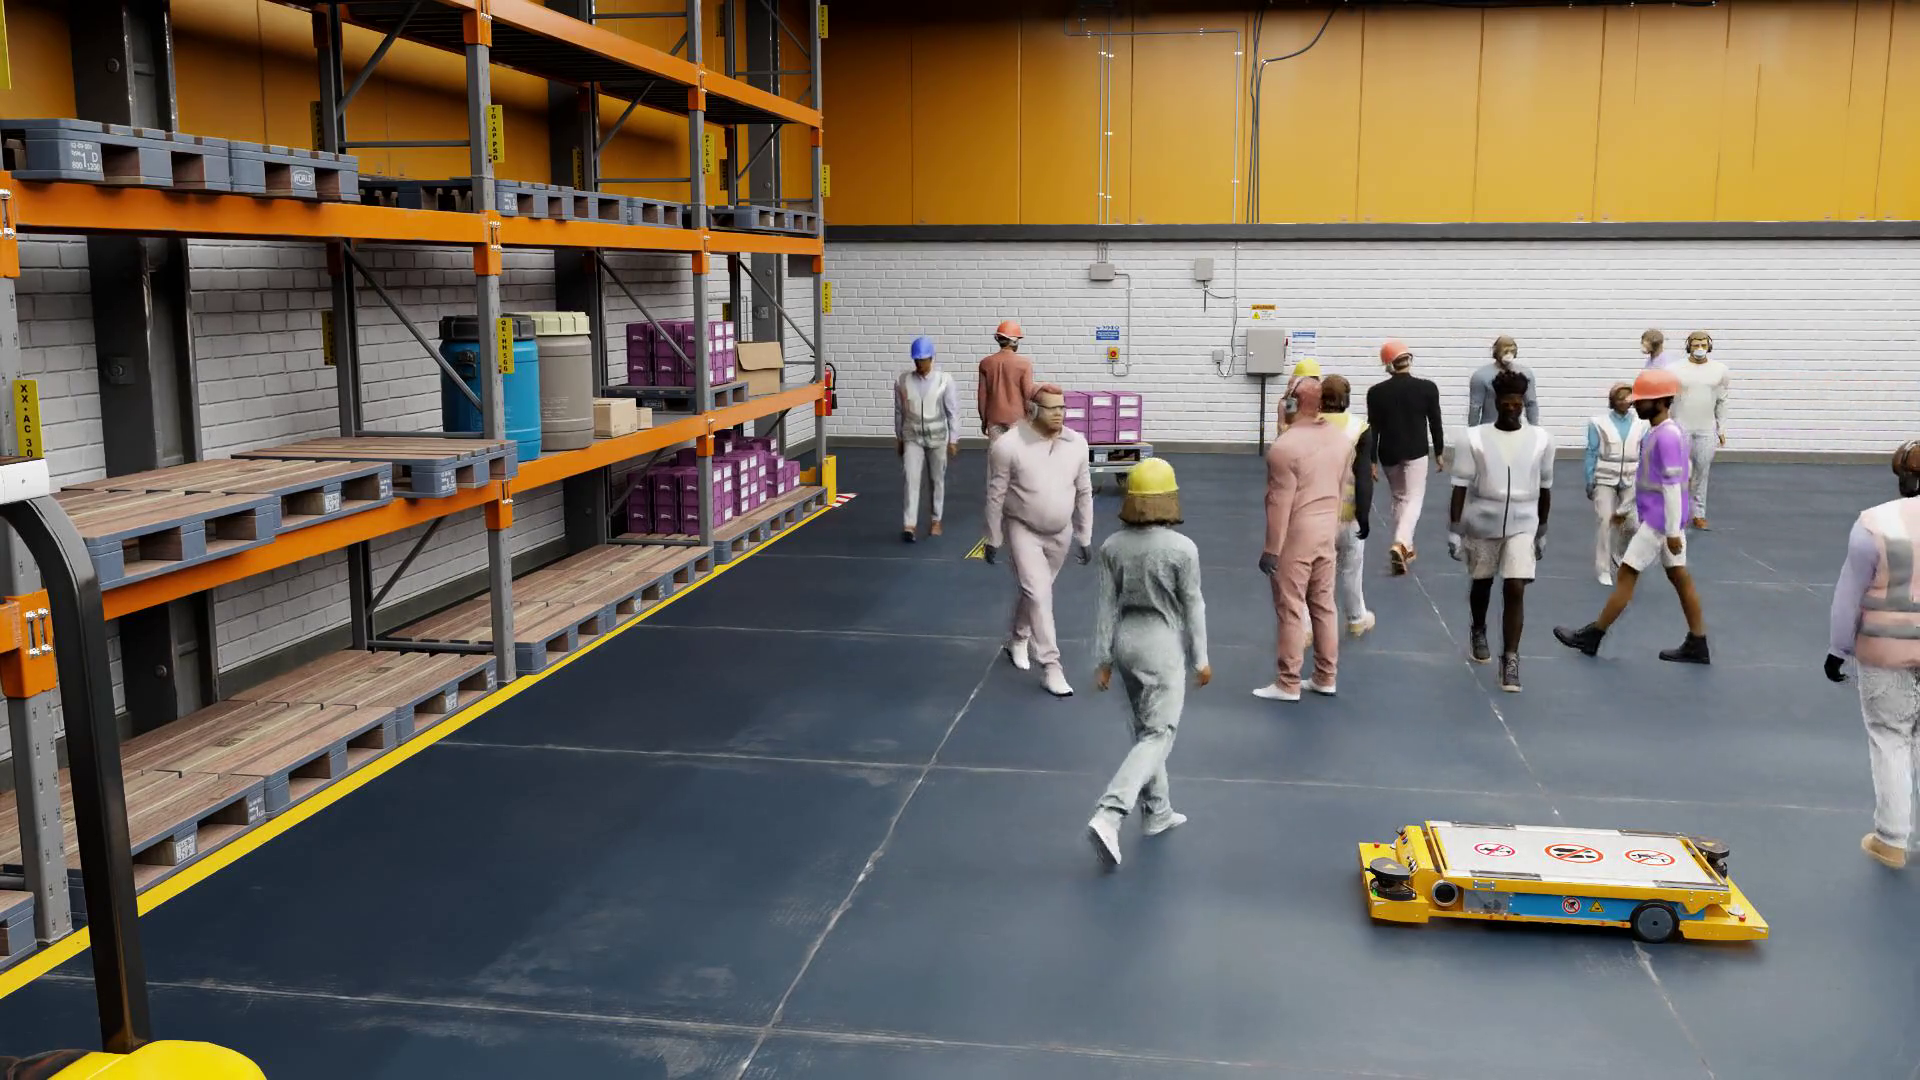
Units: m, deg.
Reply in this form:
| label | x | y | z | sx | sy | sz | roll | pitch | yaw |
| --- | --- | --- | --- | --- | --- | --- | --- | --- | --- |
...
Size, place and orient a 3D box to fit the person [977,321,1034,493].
| label | x | y | z | sx | sy | sz | roll | pitch | yaw |
| --- | --- | --- | --- | --- | --- | --- | --- | --- | --- |
| person | 0.483 | -1.250 | 17.112 | 0.612 | 1.990 | 0.392 | 4 | 10 | 24 |

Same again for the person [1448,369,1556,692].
| label | x | y | z | sx | sy | sz | roll | pitch | yaw |
| --- | --- | --- | --- | --- | --- | --- | --- | --- | --- |
| person | 3.331 | -0.100 | 10.273 | 0.622 | 1.920 | 1.022 | 2 | 9 | 12 |

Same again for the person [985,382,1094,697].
| label | x | y | z | sx | sy | sz | roll | pitch | yaw |
| --- | --- | --- | --- | --- | --- | --- | --- | --- | --- |
| person | 0.478 | -0.045 | 10.152 | 0.654 | 1.854 | 1.039 | -4 | 10 | -25 |

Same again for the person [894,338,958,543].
| label | x | y | z | sx | sy | sz | roll | pitch | yaw |
| --- | --- | --- | --- | --- | --- | --- | --- | --- | --- |
| person | -0.316 | -0.927 | 15.448 | 0.615 | 1.884 | 1.026 | 1 | 9 | 4 |

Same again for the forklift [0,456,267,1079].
| label | x | y | z | sx | sy | sz | roll | pitch | yaw |
| --- | --- | --- | --- | --- | --- | --- | --- | --- | --- |
| forklift | -2.328 | 0.975 | 2.765 | 2.313 | 2.155 | 1.214 | 1 | 9 | 9 |

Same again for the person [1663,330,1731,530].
| label | x | y | z | sx | sy | sz | roll | pitch | yaw |
| --- | --- | --- | --- | --- | --- | --- | --- | --- | --- |
| person | 7.084 | -1.057 | 16.082 | 0.635 | 1.937 | 0.359 | 1 | 9 | 8 |

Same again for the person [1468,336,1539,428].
| label | x | y | z | sx | sy | sz | roll | pitch | yaw |
| --- | --- | --- | --- | --- | --- | --- | --- | --- | --- |
| person | 5.257 | -1.040 | 16.154 | 0.648 | 1.890 | 1.014 | -1 | 9 | -7 |

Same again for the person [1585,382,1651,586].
| label | x | y | z | sx | sy | sz | roll | pitch | yaw |
| --- | --- | --- | --- | --- | --- | --- | --- | --- | --- |
| person | 5.233 | -0.441 | 13.243 | 0.514 | 1.630 | 0.355 | 1 | 9 | 7 |

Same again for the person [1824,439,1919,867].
| label | x | y | z | sx | sy | sz | roll | pitch | yaw |
| --- | --- | --- | --- | --- | --- | --- | --- | --- | --- |
| person | 3.998 | 0.483 | 6.977 | 0.626 | 1.817 | 0.442 | 1 | 9 | 3 |

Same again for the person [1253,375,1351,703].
| label | x | y | z | sx | sy | sz | roll | pitch | yaw |
| --- | --- | --- | --- | --- | --- | --- | --- | --- | --- |
| person | 1.977 | -0.006 | 9.709 | 0.646 | 1.908 | 0.404 | -7 | 12 | -38 |

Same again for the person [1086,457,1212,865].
| label | x | y | z | sx | sy | sz | roll | pitch | yaw |
| --- | --- | --- | --- | --- | --- | --- | --- | --- | --- |
| person | 0.771 | 0.504 | 7.148 | 0.477 | 1.717 | 0.803 | 9 | 13 | 43 |

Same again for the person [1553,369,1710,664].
| label | x | y | z | sx | sy | sz | roll | pitch | yaw |
| --- | --- | --- | --- | --- | --- | --- | --- | --- | --- |
| person | 4.369 | -0.148 | 10.646 | 0.997 | 1.879 | 0.565 | 5 | 10 | 26 |

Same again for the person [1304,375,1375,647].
| label | x | y | z | sx | sy | sz | roll | pitch | yaw |
| --- | --- | --- | --- | --- | --- | --- | --- | --- | --- |
| person | 2.534 | -0.211 | 11.264 | 0.652 | 1.801 | 0.897 | 6 | 11 | 33 |

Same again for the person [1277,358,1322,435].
| label | x | y | z | sx | sy | sz | roll | pitch | yaw |
| --- | --- | --- | --- | --- | --- | --- | --- | --- | --- |
| person | 2.928 | -0.668 | 14.208 | 0.525 | 1.772 | 0.304 | -5 | 11 | -29 |

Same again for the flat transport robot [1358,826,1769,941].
| label | x | y | z | sx | sy | sz | roll | pitch | yaw |
| --- | --- | --- | --- | --- | --- | --- | --- | --- | --- |
| flat transport robot | 2.325 | 1.321 | 6.541 | 1.431 | 0.197 | 0.652 | 1 | 9 | 9 |

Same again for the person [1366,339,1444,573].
| label | x | y | z | sx | sy | sz | roll | pitch | yaw |
| --- | --- | --- | --- | --- | --- | --- | --- | --- | --- |
| person | 3.712 | -0.715 | 13.981 | 0.633 | 1.941 | 0.968 | 4 | 10 | 26 |

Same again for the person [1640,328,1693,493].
| label | x | y | z | sx | sy | sz | roll | pitch | yaw |
| --- | --- | --- | --- | --- | --- | --- | --- | --- | --- |
| person | 7.781 | -1.373 | 18.199 | 0.742 | 1.902 | 0.641 | 1 | 9 | 9 |
